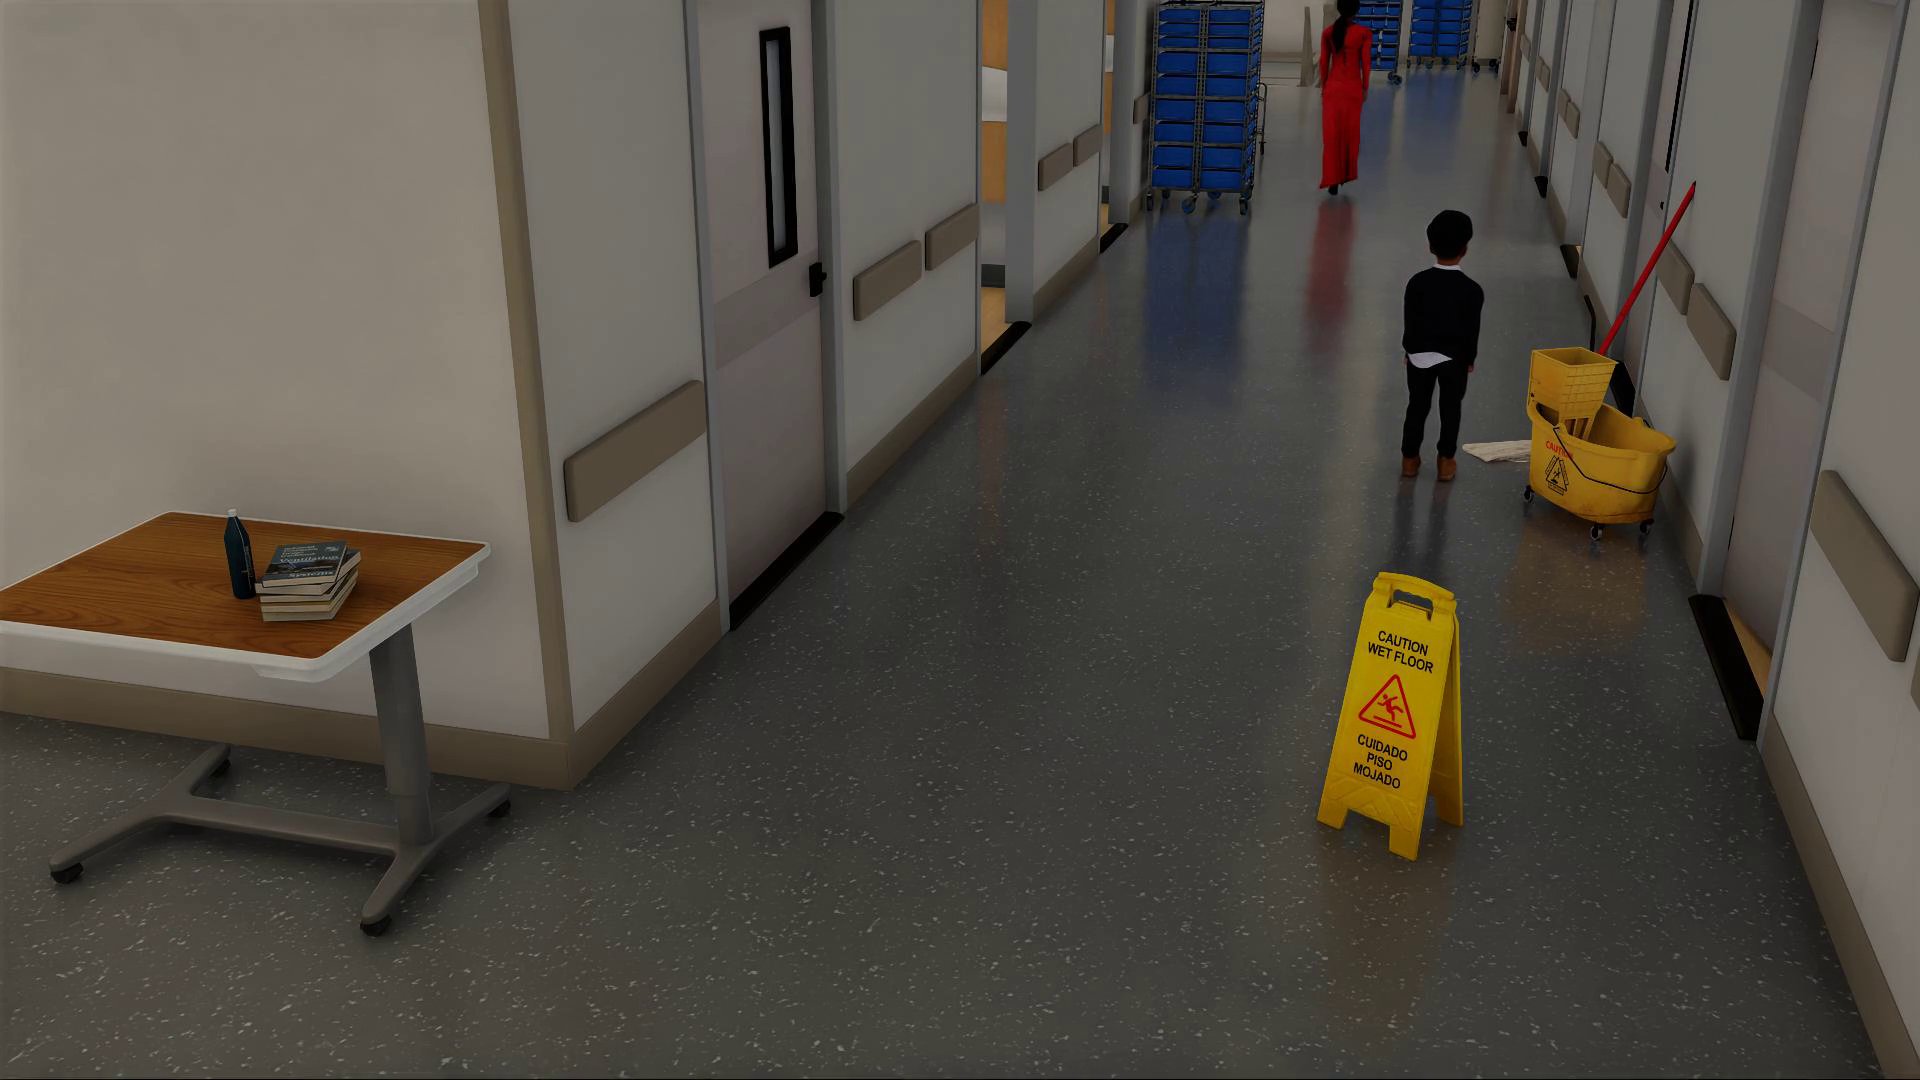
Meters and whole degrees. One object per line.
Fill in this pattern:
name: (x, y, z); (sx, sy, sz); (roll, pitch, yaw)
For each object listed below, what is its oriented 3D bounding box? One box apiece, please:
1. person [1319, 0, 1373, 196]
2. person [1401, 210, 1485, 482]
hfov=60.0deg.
person: (3.452, -3.994, 15.041); (0.629, 1.743, 1.055); (5, 21, 13)
person: (2.180, -0.878, 7.546); (0.541, 1.224, 0.541); (11, 23, 26)
